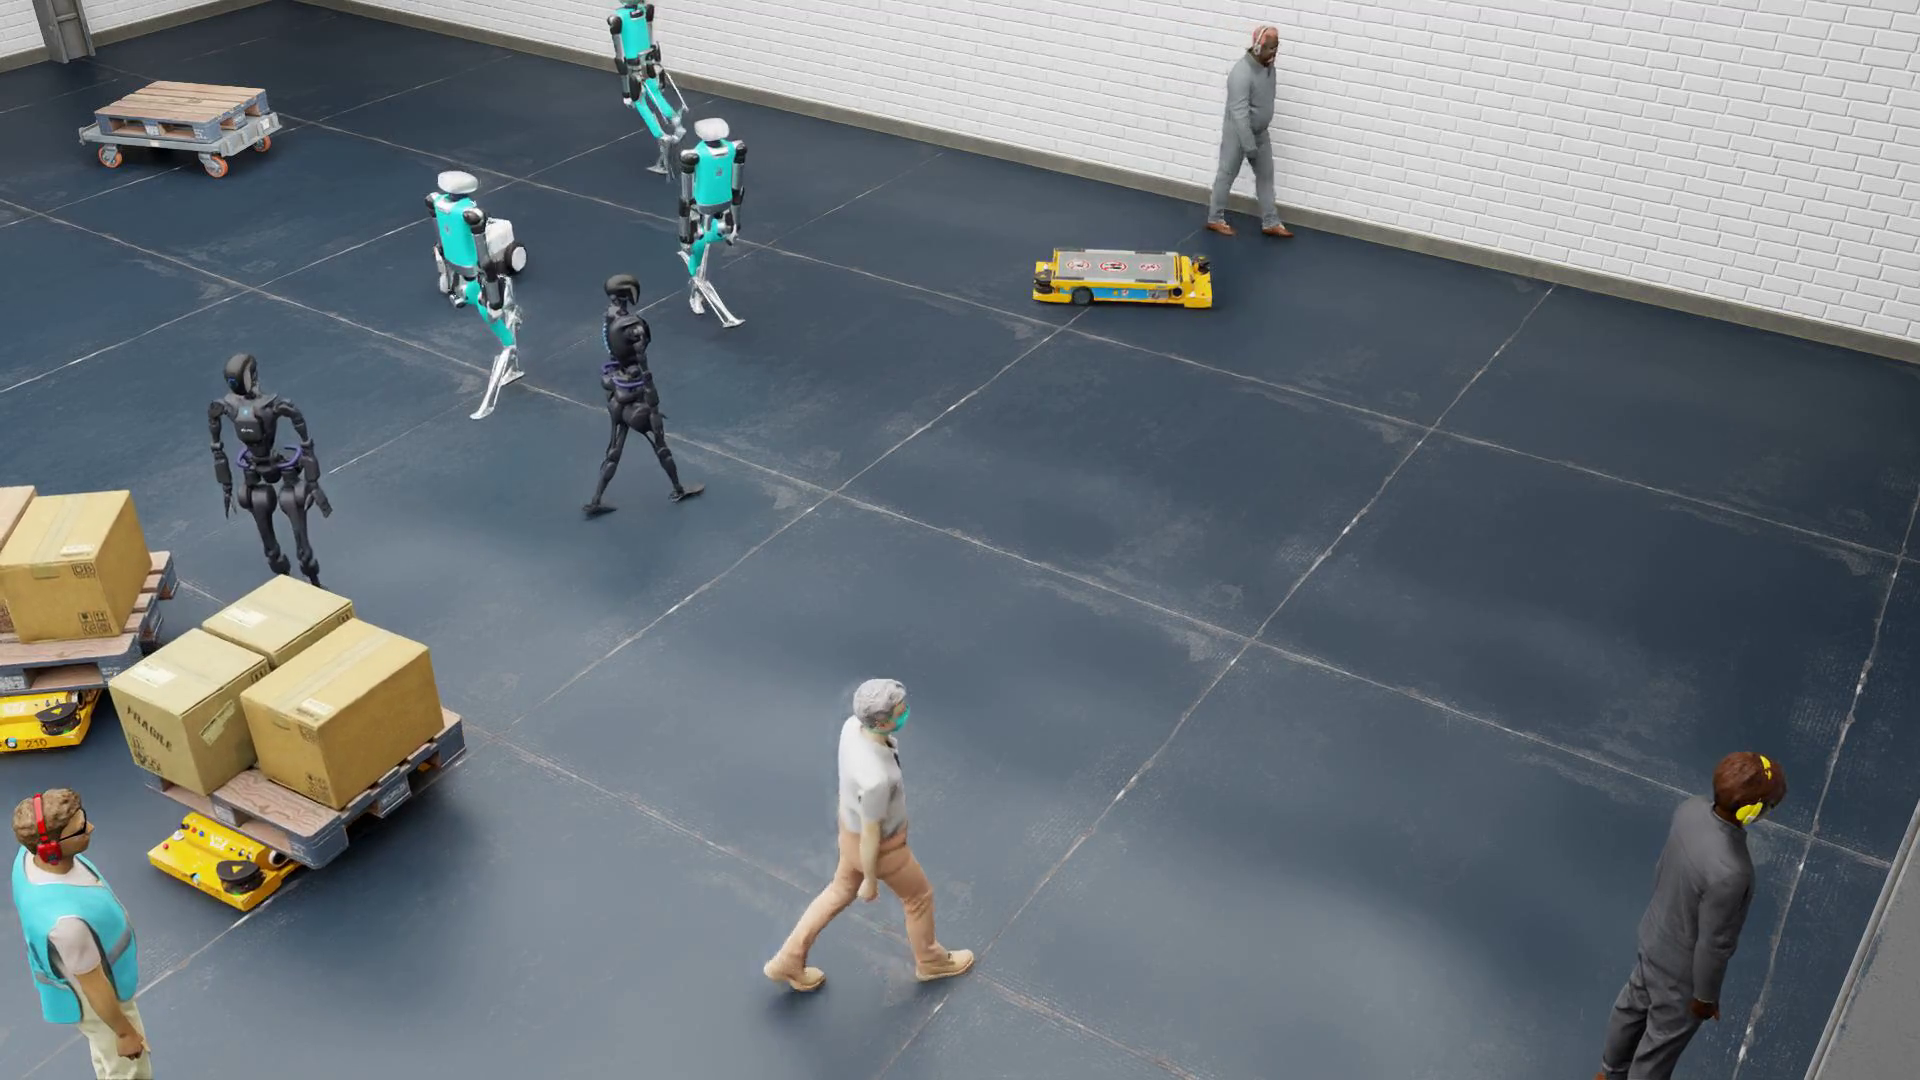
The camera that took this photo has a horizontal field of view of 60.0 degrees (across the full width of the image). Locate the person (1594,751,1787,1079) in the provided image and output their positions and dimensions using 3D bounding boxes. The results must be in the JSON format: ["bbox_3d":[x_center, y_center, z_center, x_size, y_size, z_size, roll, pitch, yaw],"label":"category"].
[{"bbox_3d":[2.766,1.566,6.337,0.358,1.875,0.492,1,33,2],"label":"person"}]

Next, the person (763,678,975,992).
[{"bbox_3d":[-0.414,1.252,6.980,0.893,1.703,0.459,-11,34,-16],"label":"person"}]

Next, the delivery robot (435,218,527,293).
[{"bbox_3d":[-3.973,-2.381,13.699,0.499,0.597,0.779,11,34,17],"label":"delivery robot"}]

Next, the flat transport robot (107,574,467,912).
[{"bbox_3d":[-3.252,1.241,8.326,0.659,0.231,1.431,17,36,24],"label":"flat transport robot"}]

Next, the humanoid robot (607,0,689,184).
[{"bbox_3d":[-2.793,-4.116,15.411,0.718,1.896,0.559,21,38,29],"label":"humanoid robot"}]

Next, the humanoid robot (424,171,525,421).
[{"bbox_3d":[-3.280,-1.764,11.648,0.554,1.780,0.898,22,39,30],"label":"humanoid robot"}]

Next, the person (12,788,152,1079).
[{"bbox_3d":[-3.208,1.678,6.187,0.368,1.842,0.568,-22,39,-30],"label":"person"}]

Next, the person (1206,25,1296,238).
[{"bbox_3d":[2.525,-3.428,14.112,0.881,1.864,0.650,23,39,32],"label":"person"}]

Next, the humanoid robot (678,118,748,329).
[{"bbox_3d":[-1.984,-2.438,12.689,0.548,1.708,1.005,-21,38,-30],"label":"humanoid robot"}]

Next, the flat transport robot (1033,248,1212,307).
[{"bbox_3d":[1.327,-2.136,13.580,1.431,0.231,0.659,3,33,4],"label":"flat transport robot"}]

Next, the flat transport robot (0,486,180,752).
[{"bbox_3d":[-5.050,0.657,9.234,0.659,0.231,1.431,-5,33,-7],"label":"flat transport robot"}]

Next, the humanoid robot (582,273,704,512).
[{"bbox_3d":[-2.071,-0.922,10.442,0.792,1.636,0.600,-20,38,-28],"label":"humanoid robot"}]

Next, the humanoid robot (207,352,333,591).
[{"bbox_3d":[-3.899,-0.316,9.447,0.616,1.654,0.306,-1,33,-2],"label":"humanoid robot"}]
